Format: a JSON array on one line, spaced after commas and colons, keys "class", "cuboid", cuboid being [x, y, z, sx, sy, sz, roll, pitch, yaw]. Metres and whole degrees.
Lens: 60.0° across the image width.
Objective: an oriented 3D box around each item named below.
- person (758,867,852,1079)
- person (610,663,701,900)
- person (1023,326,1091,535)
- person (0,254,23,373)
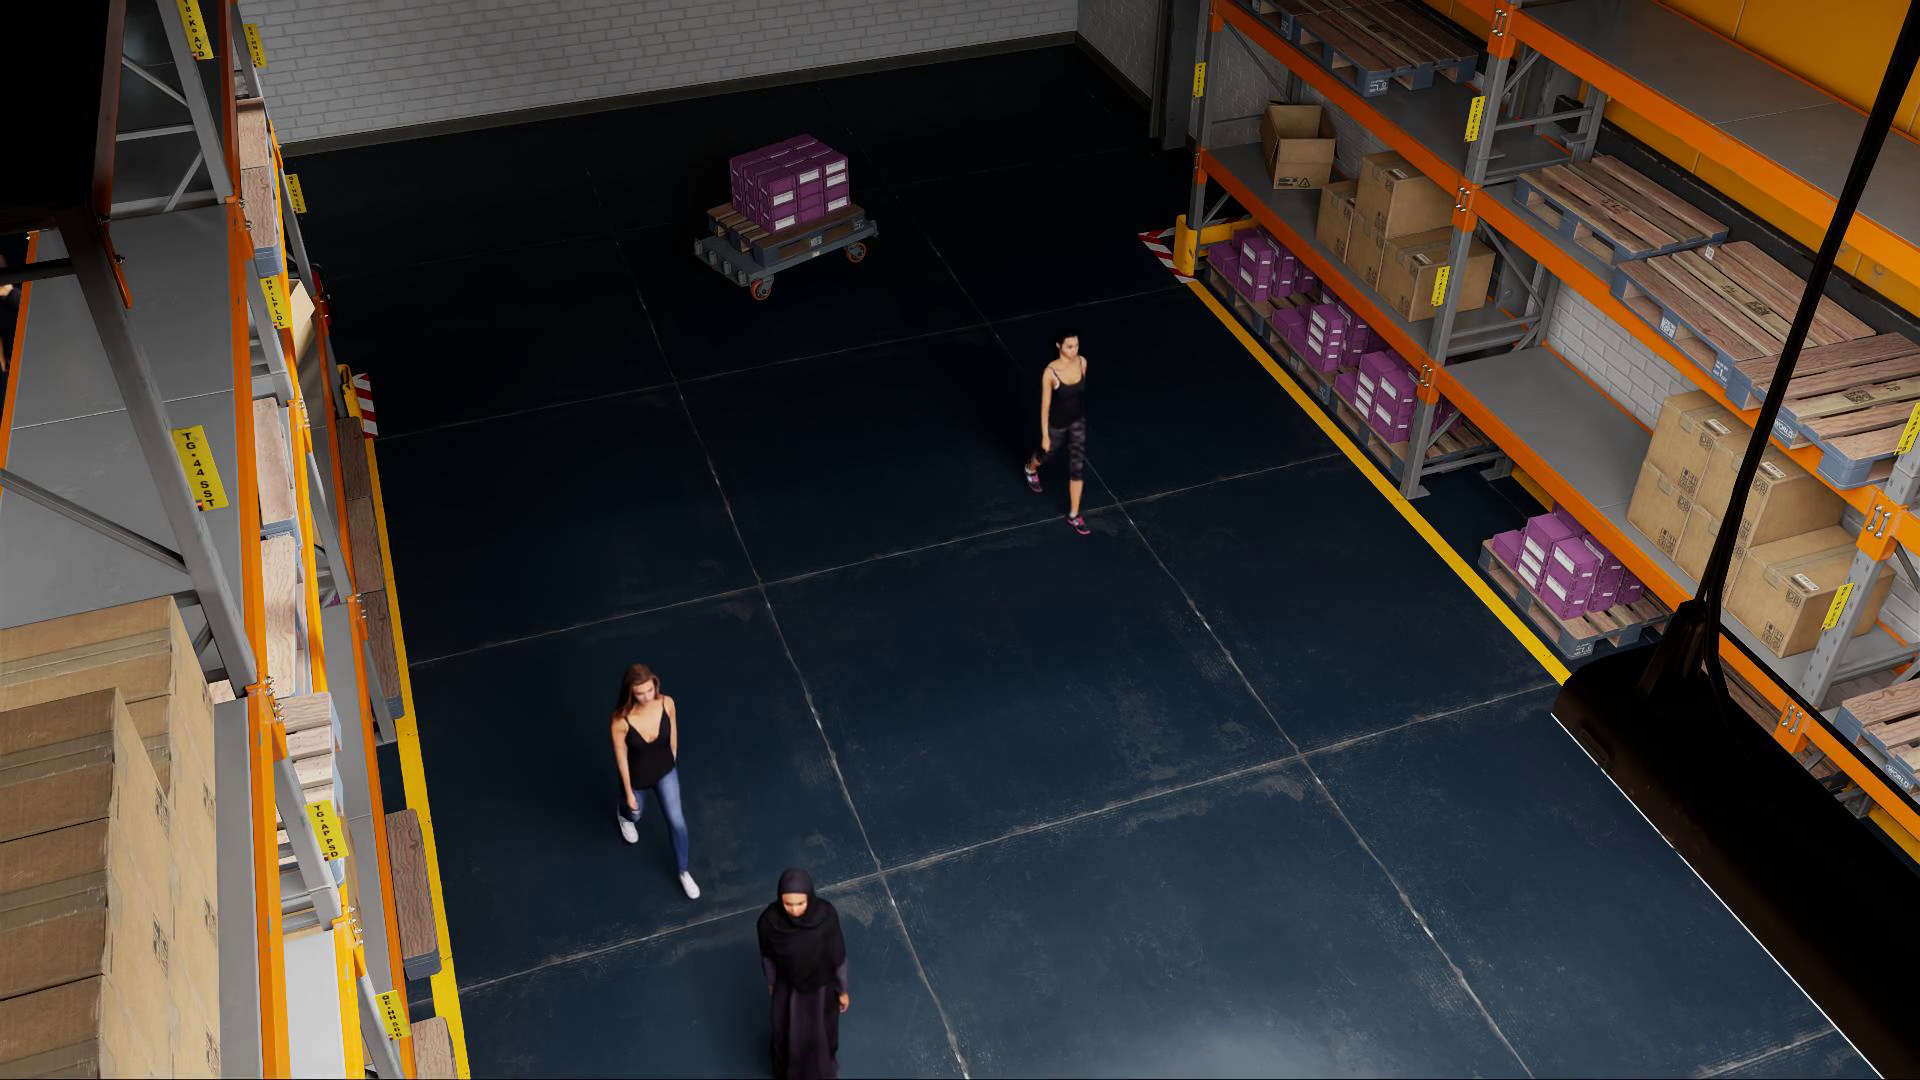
[{"class": "person", "cuboid": [-0.824, 2.302, 8.988, 0.677, 1.609, 0.703, -5, 39, -7]}, {"class": "person", "cuboid": [-1.932, 1.371, 10.090, 0.726, 1.688, 1.128, -20, 43, -23]}, {"class": "person", "cuboid": [0.740, -0.928, 12.971, 0.716, 1.687, 1.165, -20, 43, -23]}, {"class": "person", "cuboid": [-7.548, -1.491, 13.544, 0.642, 1.851, 0.567, -13, 40, -15]}]
